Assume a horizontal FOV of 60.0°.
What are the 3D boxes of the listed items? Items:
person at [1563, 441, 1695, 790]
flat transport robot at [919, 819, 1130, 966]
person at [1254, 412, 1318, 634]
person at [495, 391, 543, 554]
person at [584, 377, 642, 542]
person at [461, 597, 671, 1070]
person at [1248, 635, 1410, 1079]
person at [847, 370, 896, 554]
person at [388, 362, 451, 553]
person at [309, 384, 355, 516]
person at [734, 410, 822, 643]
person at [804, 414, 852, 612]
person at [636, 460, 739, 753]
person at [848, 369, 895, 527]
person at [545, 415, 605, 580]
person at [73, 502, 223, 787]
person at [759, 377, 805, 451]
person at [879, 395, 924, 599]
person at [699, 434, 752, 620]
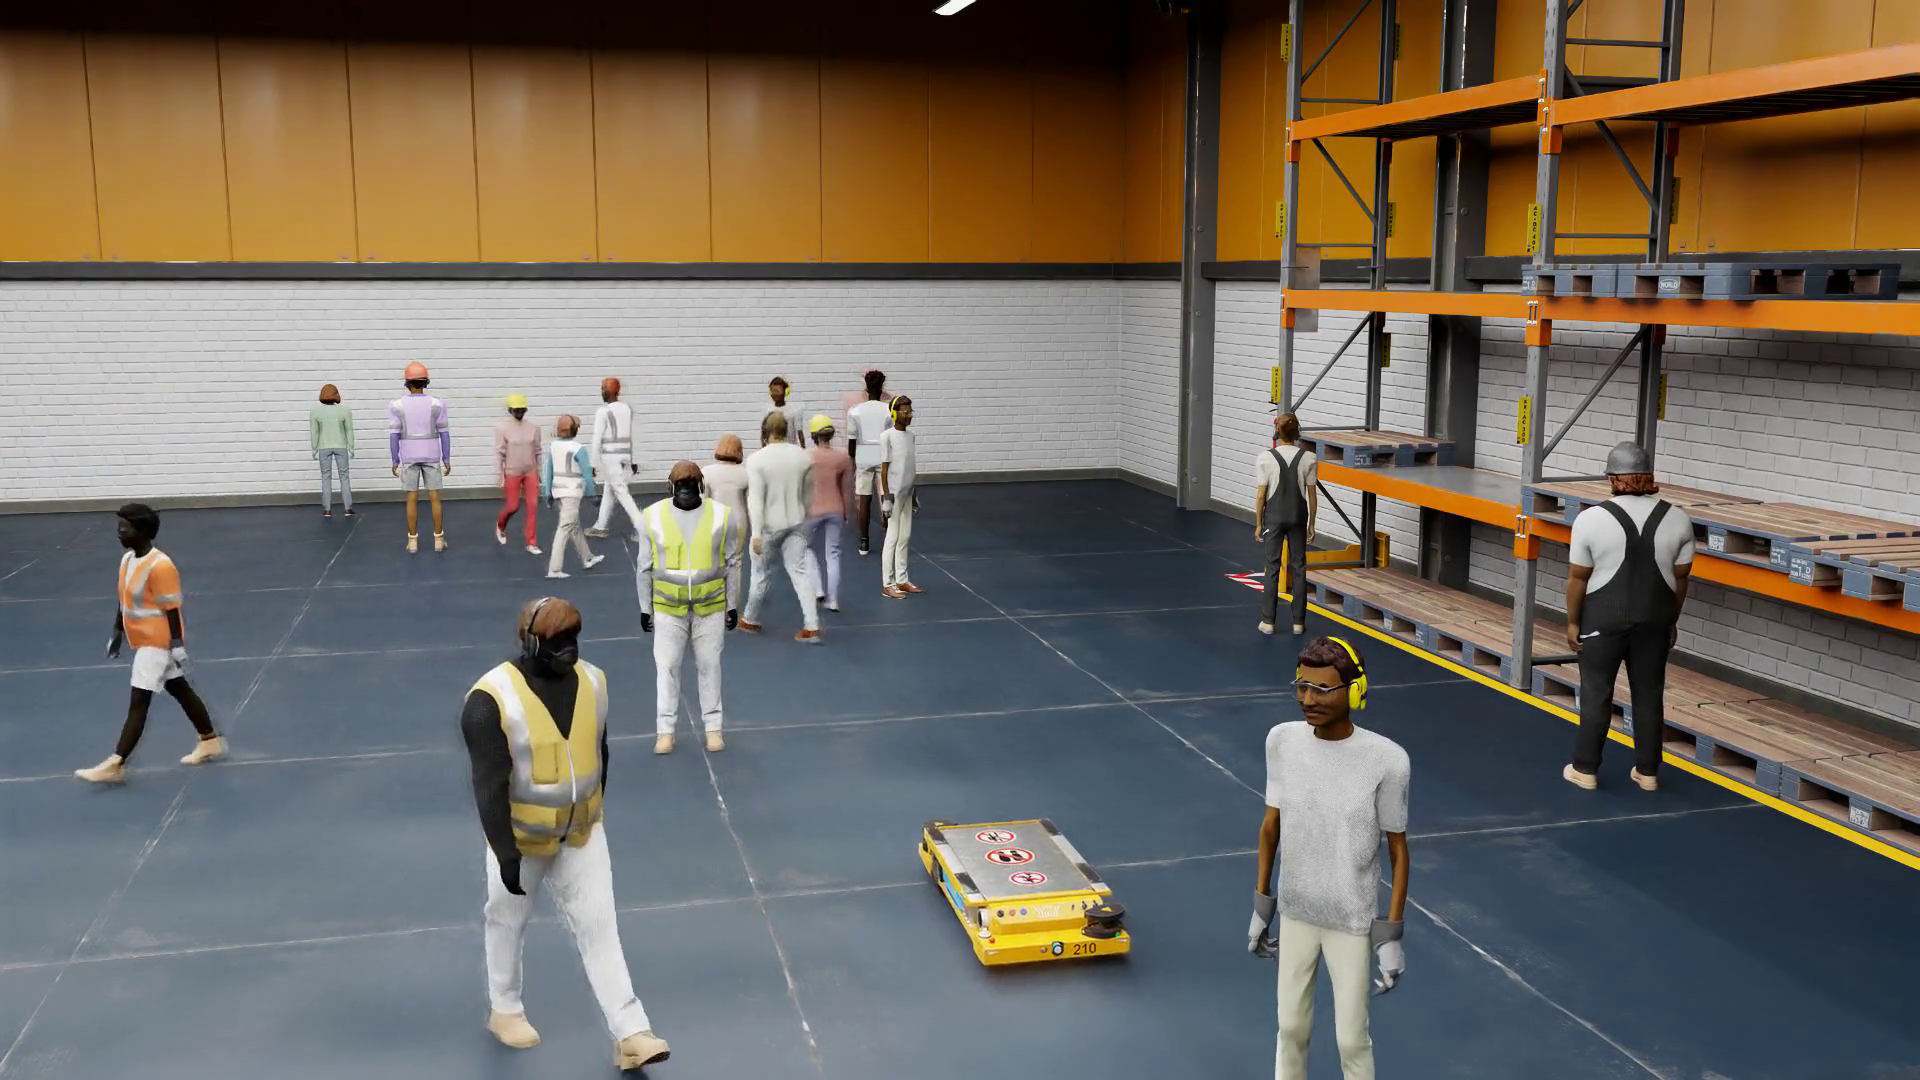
[{"bbox_3d":[3.836,0.429,9.645,0.682,2.000,0.535,1,9,5],"label":"person"},{"bbox_3d":[0.263,1.604,7.817,0.652,0.197,1.431,-2,9,-13],"label":"flat transport robot"},{"bbox_3d":[2.691,-0.133,13.758,0.506,1.846,0.345,1,9,4],"label":"person"},{"bbox_3d":[-4.742,-0.727,17.799,0.523,1.748,0.616,-7,12,-38],"label":"person"},{"bbox_3d":[-3.841,-0.899,18.583,0.991,1.841,0.594,5,10,27],"label":"person"},{"bbox_3d":[-1.505,1.106,6.207,0.631,1.784,0.978,-9,13,-43],"label":"person"},{"bbox_3d":[1.165,1.212,5.292,0.535,1.868,0.309,7,11,37],"label":"person"},{"bbox_3d":[-0.896,-0.819,17.663,0.601,1.967,0.367,1,9,5],"label":"person"},{"bbox_3d":[-5.779,-0.884,17.819,0.615,2.045,0.365,-3,10,-18],"label":"person"},{"bbox_3d":[-7.721,-1.103,20.476,0.502,1.631,0.285,-3,9,-15],"label":"person"},{"bbox_3d":[-1.477,-0.113,13.532,0.647,1.888,0.996,-7,11,-37],"label":"person"},{"bbox_3d":[-1.213,-0.239,14.705,0.549,1.750,0.422,-4,10,-24],"label":"person"},{"bbox_3d":[-1.687,0.415,10.356,0.634,1.839,0.429,-2,9,-10],"label":"person"},{"bbox_3d":[-1.031,-1.100,19.717,0.648,1.878,0.936,-3,10,-18],"label":"person"},{"bbox_3d":[-3.794,-0.432,16.400,0.535,1.595,0.842,7,12,39],"label":"person"},{"bbox_3d":[-4.812,0.596,9.816,0.893,1.643,0.543,-9,13,-44],"label":"person"},{"bbox_3d":[-1.990,-0.925,18.762,0.521,1.832,0.532,3,10,17],"label":"person"},{"bbox_3d":[-0.539,-0.402,15.365,0.319,1.871,0.532,6,11,31],"label":"person"},{"bbox_3d":[-1.998,-0.103,14.285,0.528,1.619,0.345,-1,9,-8],"label":"person"}]
